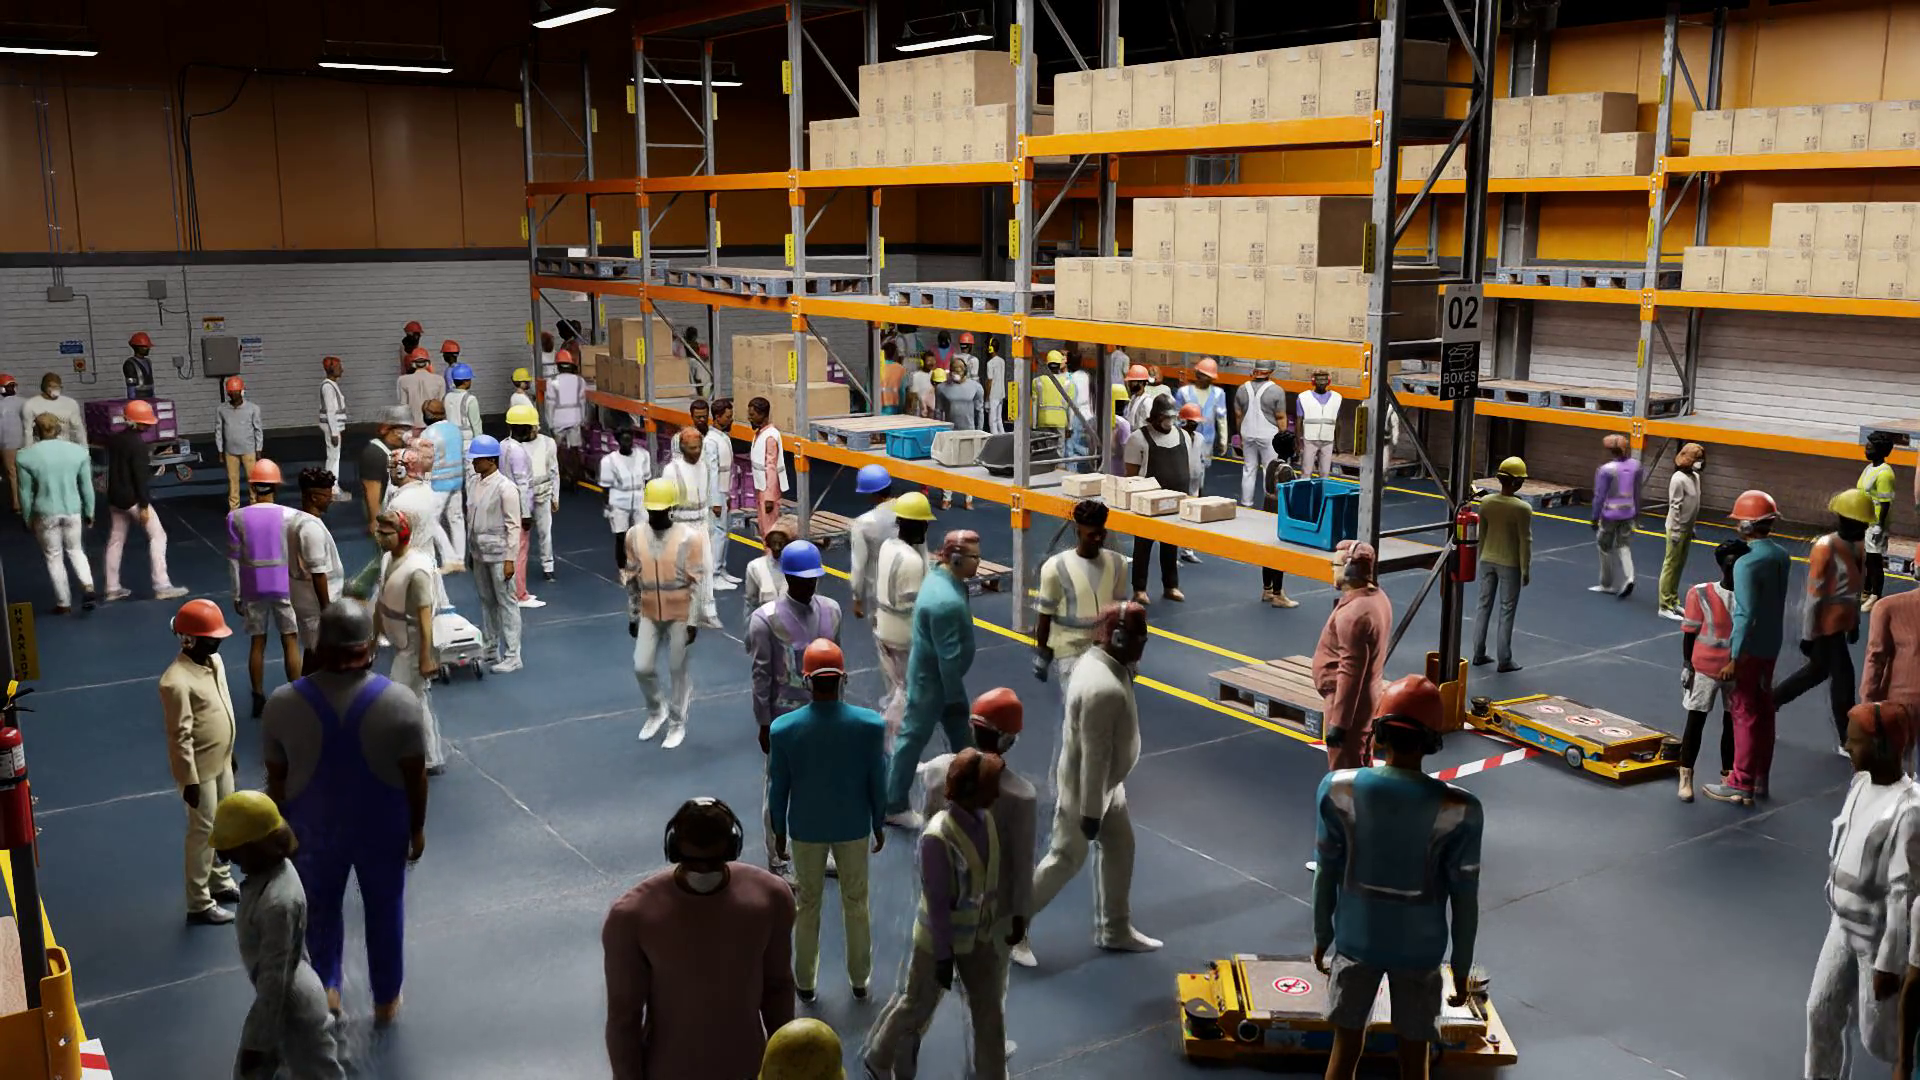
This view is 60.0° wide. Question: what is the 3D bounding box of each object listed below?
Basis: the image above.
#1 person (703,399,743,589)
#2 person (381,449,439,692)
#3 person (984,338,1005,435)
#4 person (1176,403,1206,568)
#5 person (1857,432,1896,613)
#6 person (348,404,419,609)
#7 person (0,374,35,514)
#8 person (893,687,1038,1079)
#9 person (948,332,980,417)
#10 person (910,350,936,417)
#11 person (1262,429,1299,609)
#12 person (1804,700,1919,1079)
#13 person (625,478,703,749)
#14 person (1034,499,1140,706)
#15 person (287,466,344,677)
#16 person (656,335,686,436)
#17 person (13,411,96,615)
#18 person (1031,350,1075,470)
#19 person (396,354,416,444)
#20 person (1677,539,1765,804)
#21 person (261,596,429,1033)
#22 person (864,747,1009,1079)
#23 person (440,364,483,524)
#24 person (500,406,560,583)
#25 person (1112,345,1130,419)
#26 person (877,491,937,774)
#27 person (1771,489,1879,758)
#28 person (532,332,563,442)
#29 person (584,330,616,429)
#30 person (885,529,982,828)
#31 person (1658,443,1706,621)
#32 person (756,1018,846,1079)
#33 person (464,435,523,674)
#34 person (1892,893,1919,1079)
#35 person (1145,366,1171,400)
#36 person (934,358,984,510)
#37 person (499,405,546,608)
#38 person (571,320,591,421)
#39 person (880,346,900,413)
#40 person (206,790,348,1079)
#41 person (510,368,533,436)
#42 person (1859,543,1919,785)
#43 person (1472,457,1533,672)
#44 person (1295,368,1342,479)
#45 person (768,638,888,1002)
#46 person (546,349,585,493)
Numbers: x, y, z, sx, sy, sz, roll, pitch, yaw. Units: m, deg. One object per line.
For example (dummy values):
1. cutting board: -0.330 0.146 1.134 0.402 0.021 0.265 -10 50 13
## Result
1. person: -2.404 -0.454 16.533 0.404 1.906 0.598 0 11 1
2. person: -4.299 0.237 12.986 0.408 1.909 0.642 -1 11 -3
3. person: 0.513 -2.132 25.230 0.327 1.862 0.510 5 12 26
4. person: 2.399 -0.583 17.607 0.566 1.742 0.352 -9 14 -39
5. person: 8.532 -0.163 15.566 0.315 1.696 0.541 2 11 11
6. person: -5.211 -0.262 15.194 0.728 2.000 0.704 4 12 20
7. person: -11.811 -1.203 20.766 0.334 1.743 0.560 5 12 25
8. person: 0.022 1.488 7.025 0.591 1.728 0.642 7 13 33
9. person: 0.087 -2.205 25.435 0.543 1.929 0.386 9 14 37
10. person: -0.551 -1.816 23.739 0.560 1.829 0.878 -8 14 -35
11. person: 3.046 -0.205 15.783 0.318 1.696 0.537 -2 11 -9
12. person: 3.651 1.538 6.503 0.812 1.856 0.605 1 11 7
13. person: -2.060 0.511 11.574 0.601 1.912 0.433 2 11 10
14. person: 0.838 0.709 10.471 0.634 1.936 0.742 -6 12 -26
15. person: -4.531 0.449 11.760 0.379 1.959 0.602 -7 13 -32
16. person: -4.613 -2.469 26.490 0.535 2.000 0.794 9 14 39
17. person: -8.312 -0.226 15.344 0.630 1.920 0.530 -10 15 -43
18. person: 1.235 -1.563 22.180 0.581 1.919 0.391 1 11 4
19. person: -7.406 -1.575 22.370 0.395 1.869 0.655 -9 14 -39
20. person: 4.817 0.827 10.506 0.532 1.697 0.319 2 11 9
21. person: -2.736 1.243 7.489 0.693 2.000 0.637 -3 12 -16
22. person: -0.057 1.600 6.798 0.839 1.596 0.511 9 14 38
23. person: -5.899 -1.119 19.816 0.603 1.949 0.389 6 13 30
24. person: -4.305 -0.444 16.702 0.592 1.824 0.409 -5 12 -24
25. person: 2.523 -2.360 26.474 0.339 1.833 0.522 -7 13 -33
26. person: -0.340 0.625 10.995 0.415 1.911 0.594 -3 11 -16
27. person: 5.962 0.547 11.474 0.604 1.889 0.896 -10 15 -41
28. person: -6.687 -2.458 26.945 0.957 1.845 0.576 9 14 39
29. person: -5.984 -2.574 27.603 0.544 1.817 0.926 7 13 32
30. person: -0.043 0.850 9.986 0.922 1.850 0.648 1 11 7
31. person: 6.662 -0.084 15.326 0.284 1.633 0.498 10 15 42
32. person: -0.414 2.038 4.225 0.491 1.729 0.324 3 11 16
33. person: -3.804 0.108 13.536 0.601 1.948 0.386 9 14 38
34. person: 3.301 1.753 5.382 0.506 1.846 0.348 9 14 39
35. person: 2.680 -1.614 23.160 0.499 1.632 0.285 1 11 4
36. person: -0.015 -1.331 20.945 0.635 1.930 0.356 1 11 3
37. person: -4.167 -0.320 15.783 0.386 1.926 0.591 -5 12 -26
38. person: -6.522 -2.802 28.485 0.374 1.933 0.625 0 11 2
39. person: -1.049 -1.961 24.525 0.743 1.802 0.576 7 13 32
40. person: -2.485 1.704 6.038 0.879 1.693 0.492 -6 13 -28
41. person: -5.592 -1.322 21.325 0.313 1.769 0.523 0 11 1
42. person: 5.283 0.943 9.143 0.626 1.992 0.387 1 11 6
43. person: 4.442 0.196 13.572 0.340 1.760 0.525 -7 13 -31
44. person: 4.405 -1.198 20.484 0.574 1.843 0.375 -1 11 -6
45. person: -0.621 1.321 7.856 0.563 1.743 0.350 -1 11 -6
46. person: -5.276 -1.588 22.284 0.547 1.918 0.507 -6 13 -28
